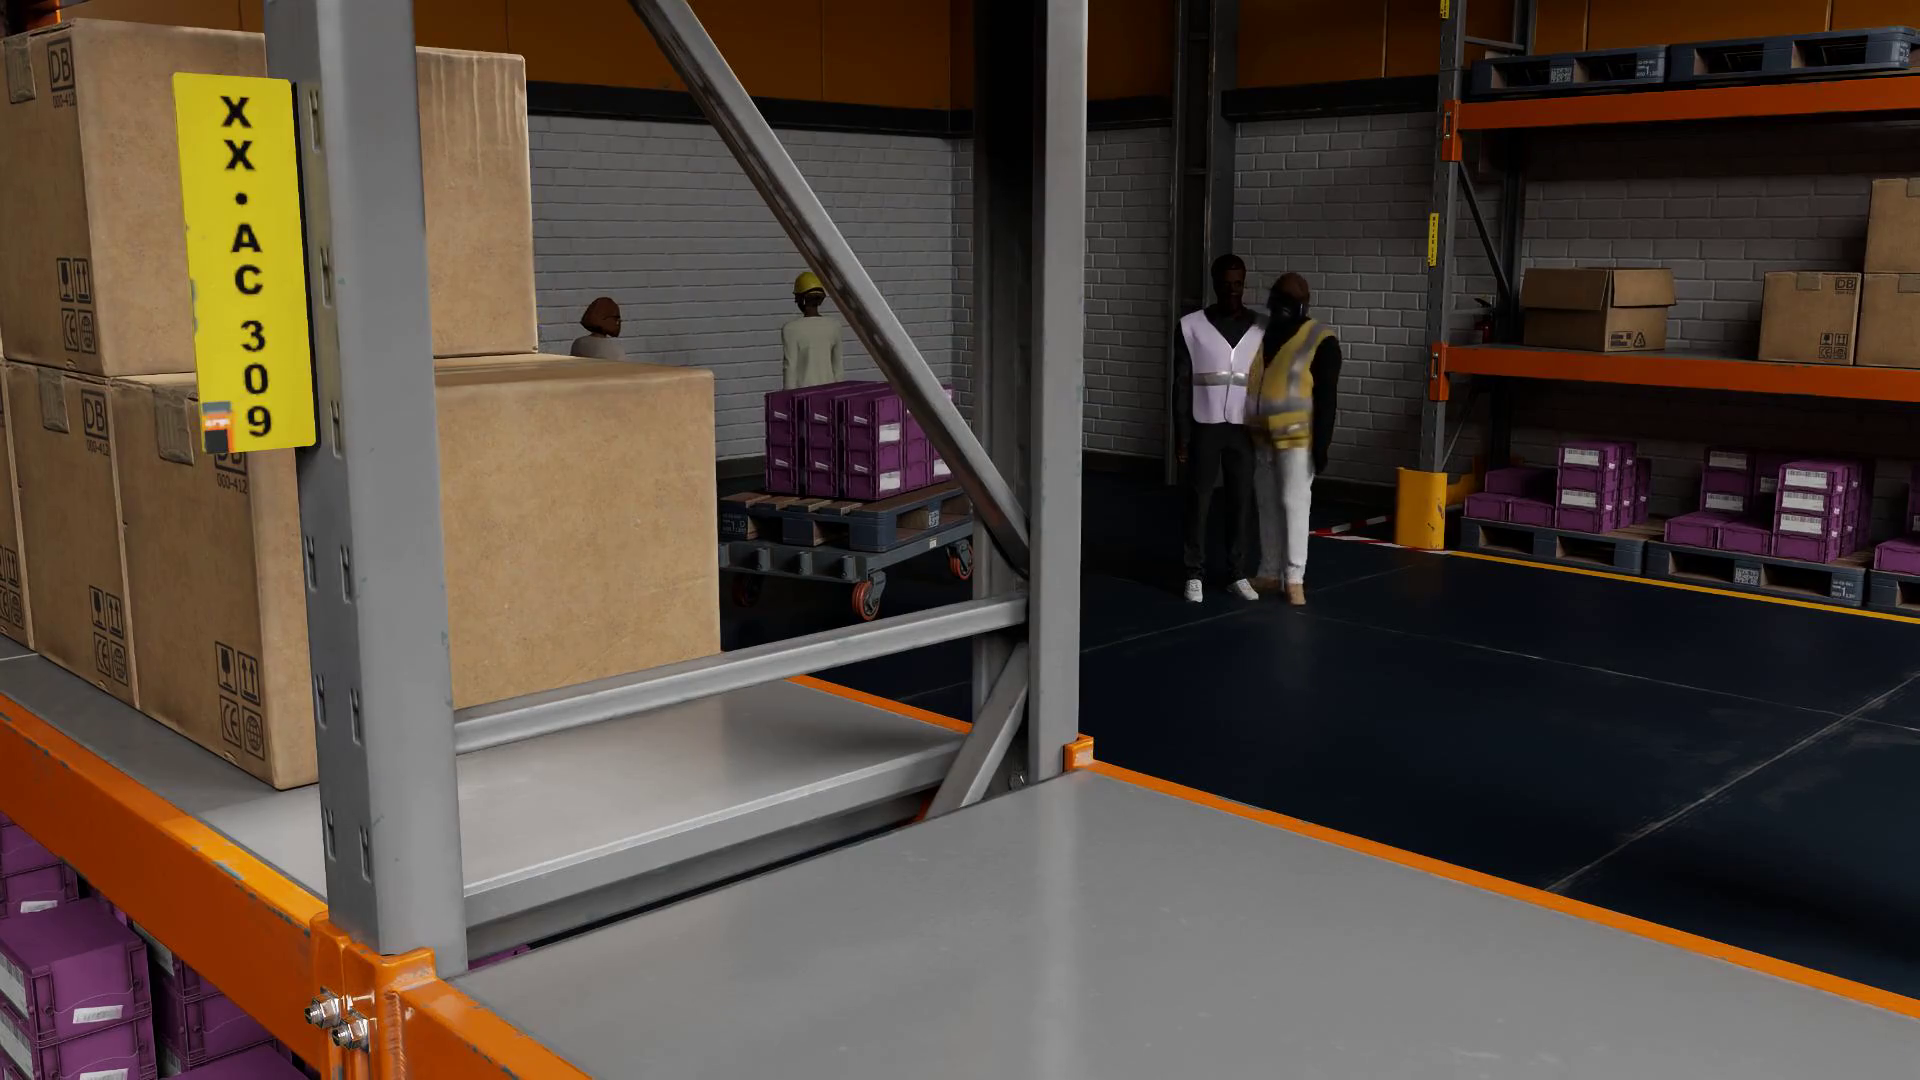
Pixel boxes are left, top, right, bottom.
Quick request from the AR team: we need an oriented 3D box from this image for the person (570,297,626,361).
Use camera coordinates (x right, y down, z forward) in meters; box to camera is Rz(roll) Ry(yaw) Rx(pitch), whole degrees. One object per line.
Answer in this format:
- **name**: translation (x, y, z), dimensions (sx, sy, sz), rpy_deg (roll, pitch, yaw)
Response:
- **person**: translation (-2.338, -0.771, 10.888), dimensions (0.509, 1.623, 0.293), rpy_deg (8, 13, 36)

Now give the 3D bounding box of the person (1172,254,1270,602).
- **person**: translation (1.462, -0.616, 9.240), dimensions (0.590, 1.919, 0.391), rpy_deg (-1, 10, -8)

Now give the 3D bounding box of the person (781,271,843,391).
- **person**: translation (-1.052, -1.007, 11.783), dimensions (0.526, 1.769, 0.330), rpy_deg (-9, 14, -41)

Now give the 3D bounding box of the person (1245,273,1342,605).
- **person**: translation (1.764, -0.549, 9.193), dimensions (0.433, 1.825, 0.697), rpy_deg (-8, 13, -39)
